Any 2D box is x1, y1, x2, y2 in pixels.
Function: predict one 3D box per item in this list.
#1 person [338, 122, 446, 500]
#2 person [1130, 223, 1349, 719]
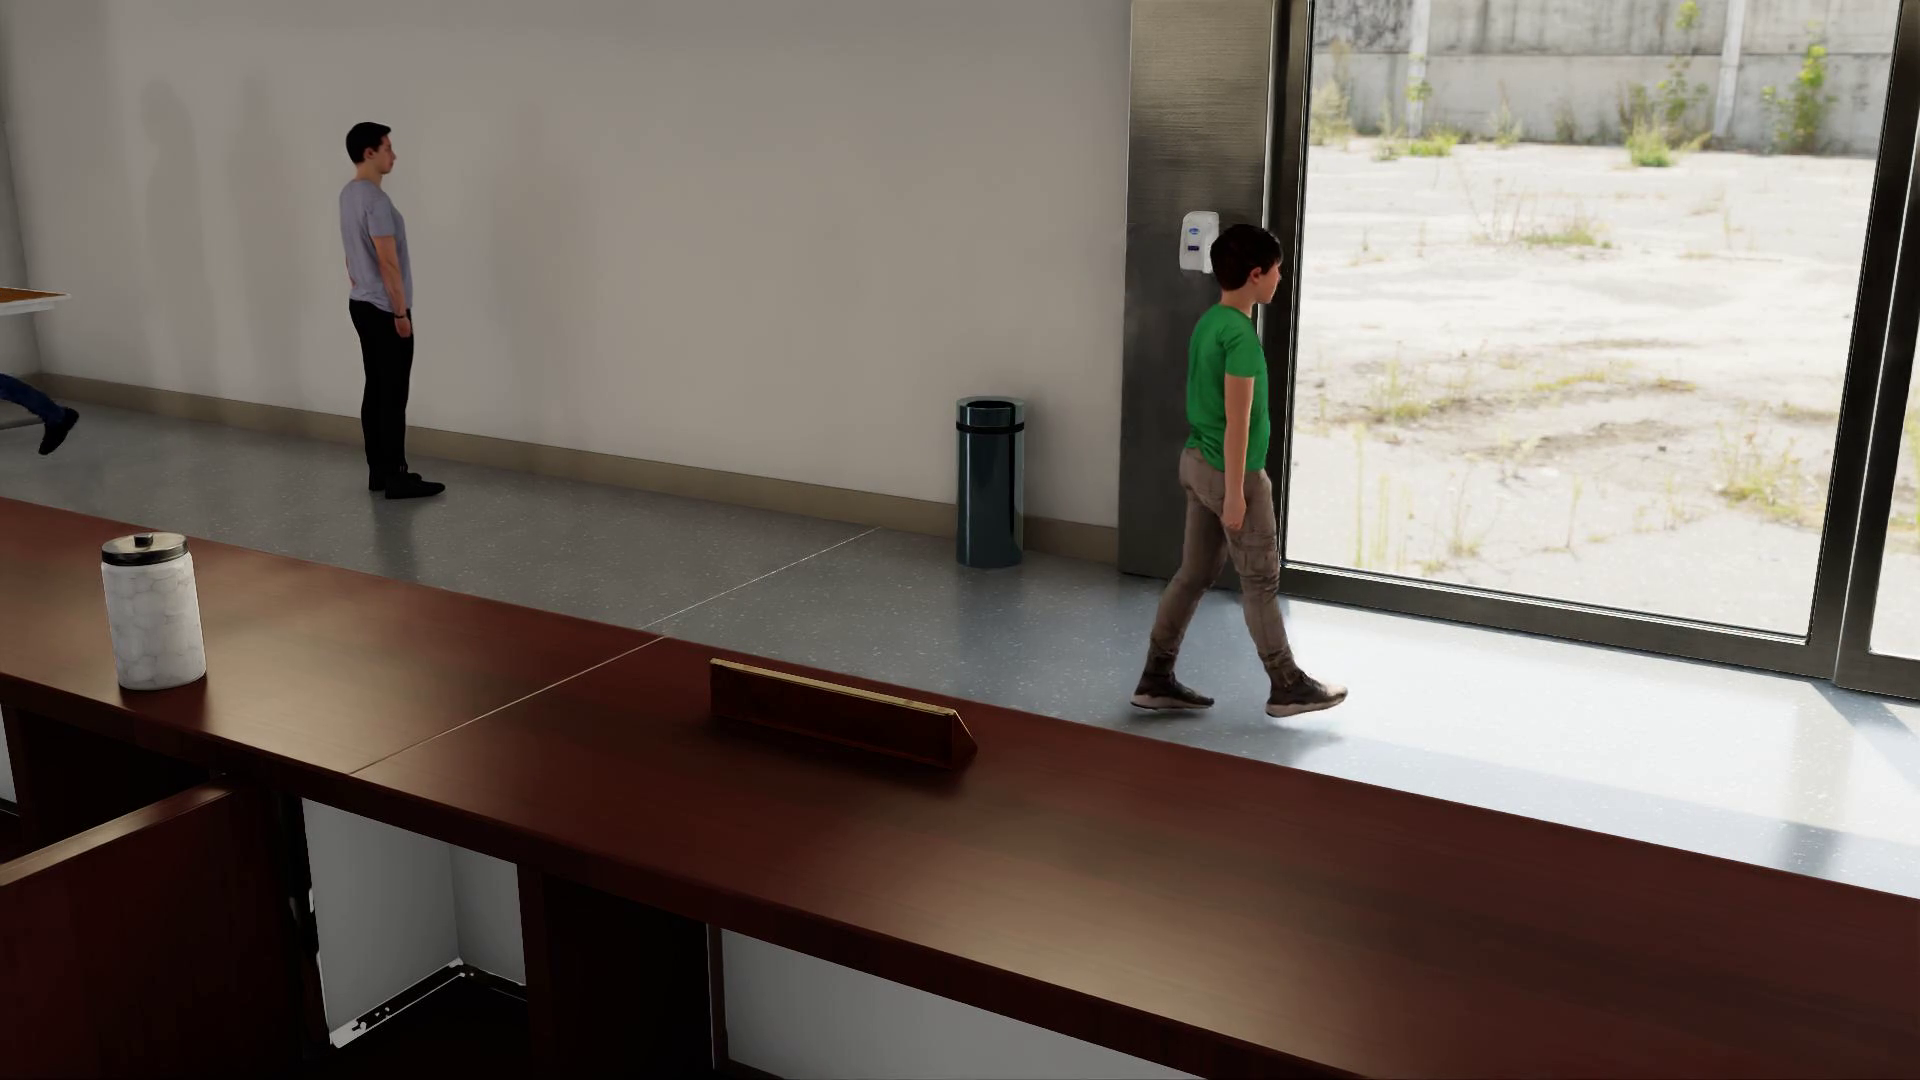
[{"bbox_3d":[-2.937,-1.154,8.408,0.691,1.862,0.736,-12,20,-36],"label":"person"},{"bbox_3d":[0.795,-0.191,5.426,1.014,1.628,1.000,-2,16,-7],"label":"person"}]
